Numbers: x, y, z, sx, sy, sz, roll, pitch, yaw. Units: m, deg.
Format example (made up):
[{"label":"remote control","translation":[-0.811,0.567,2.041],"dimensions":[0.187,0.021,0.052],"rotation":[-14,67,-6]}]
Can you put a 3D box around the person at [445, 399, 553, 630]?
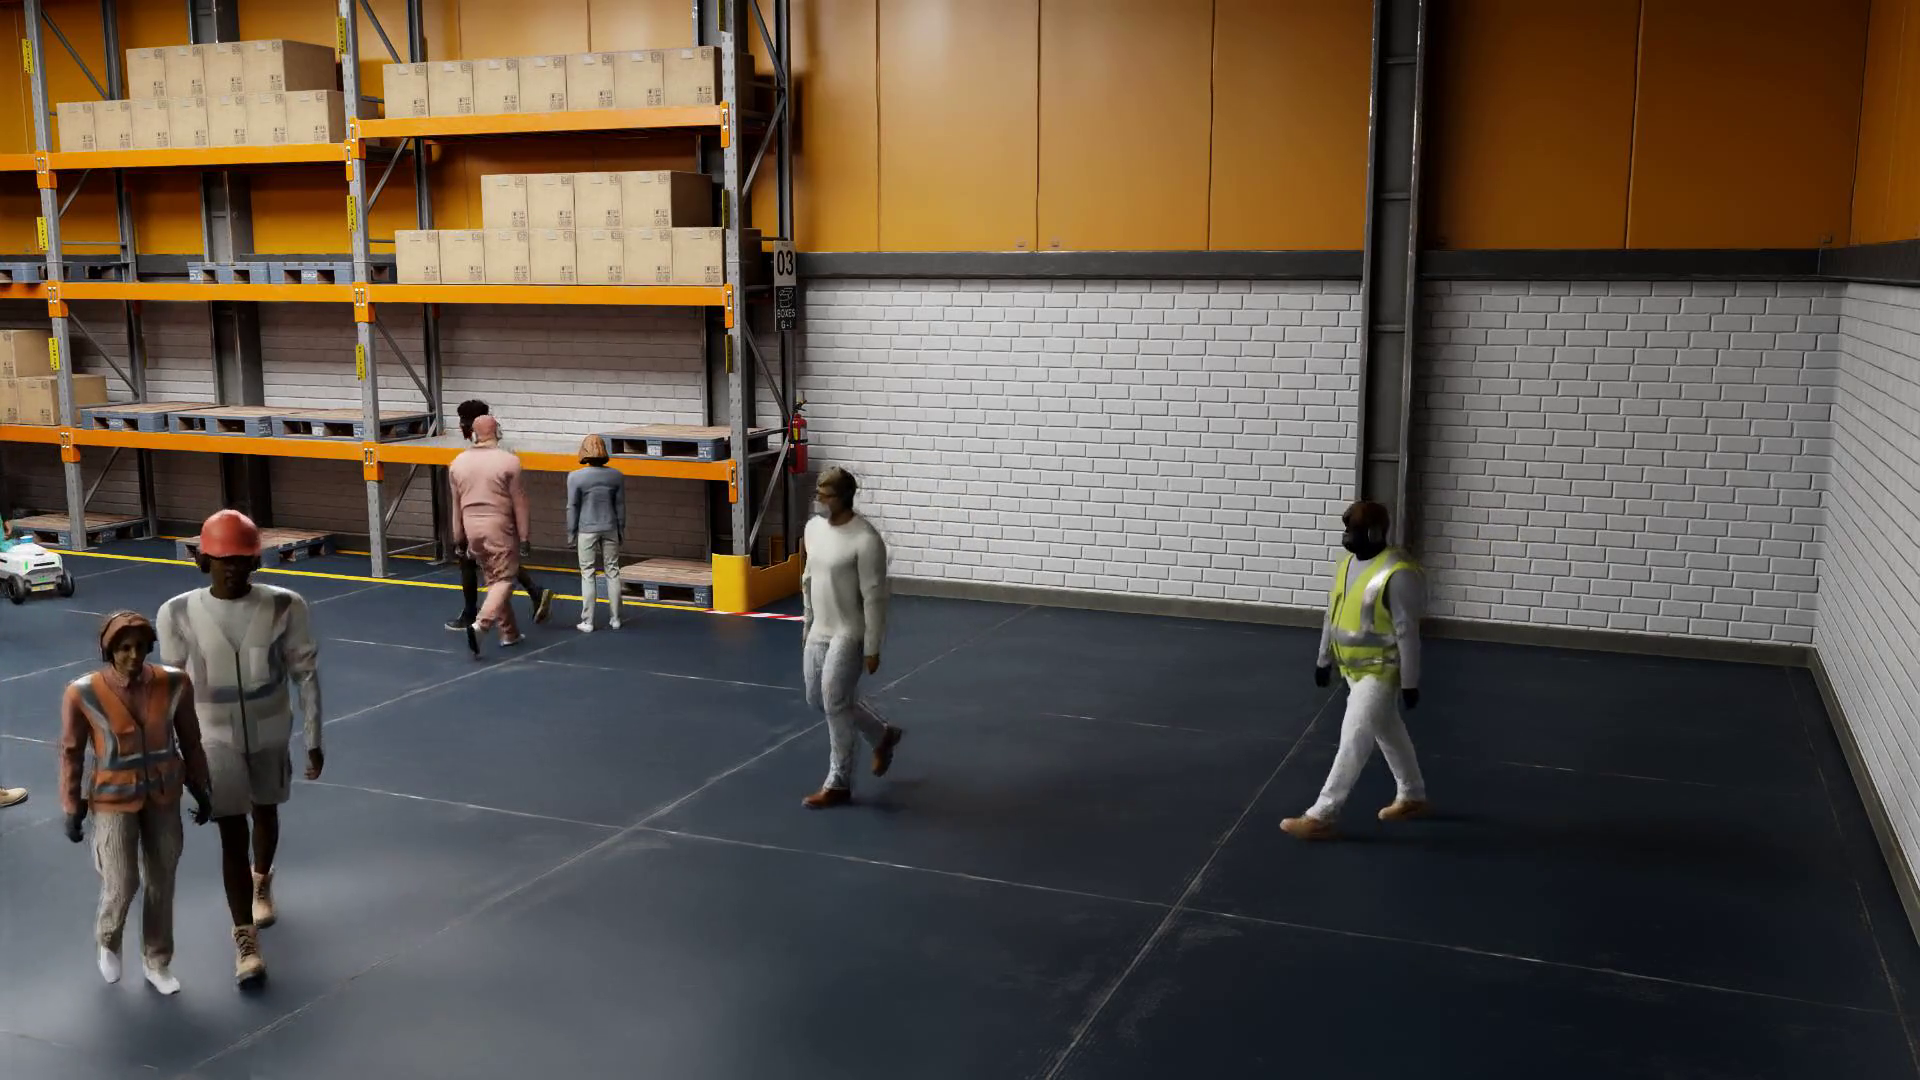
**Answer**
[{"label":"person","translation":[-3.831,-0.199,13.669],"dimensions":[0.822,1.933,0.600],"rotation":[3,10,15]}]

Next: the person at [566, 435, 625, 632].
[{"label":"person","translation":[-3.001,-0.055,13.724],"dimensions":[0.502,1.626,0.274],"rotation":[-6,11,-34]}]

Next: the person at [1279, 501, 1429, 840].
[{"label":"person","translation":[2.155,0.675,8.836],"dimensions":[0.973,1.788,0.647],"rotation":[-3,10,-15]}]

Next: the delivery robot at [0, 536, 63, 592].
[{"label":"delivery robot","translation":[-8.449,0.210,15.078],"dimensions":[0.707,0.478,0.477],"rotation":[8,12,39]}]

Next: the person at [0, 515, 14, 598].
[{"label":"person","translation":[-8.882,-0.309,15.012],"dimensions":[0.888,1.700,0.554],"rotation":[1,9,6]}]

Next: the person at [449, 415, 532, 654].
[{"label":"person","translation":[-3.670,-0.038,12.929],"dimensions":[0.675,1.866,0.812],"rotation":[3,10,18]}]

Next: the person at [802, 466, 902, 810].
[{"label":"person","translation":[-0.612,0.526,9.323],"dimensions":[0.647,1.920,0.642],"rotation":[-8,12,-38]}]

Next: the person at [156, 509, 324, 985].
[{"label":"person","translation":[-3.108,0.846,7.230],"dimensions":[0.623,1.983,1.085],"rotation":[-5,11,-28]}]

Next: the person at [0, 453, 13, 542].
[{"label":"person","translation":[-8.100,-0.172,13.425],"dimensions":[0.803,1.955,0.652],"rotation":[7,12,37]}]

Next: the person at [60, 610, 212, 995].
[{"label":"person","translation":[-3.376,1.083,6.832],"dimensions":[0.363,1.625,0.542],"rotation":[9,13,43]}]

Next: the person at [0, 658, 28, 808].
[{"label":"person","translation":[-5.532,0.486,9.185],"dimensions":[0.605,2.045,0.381],"rotation":[4,10,25]}]
